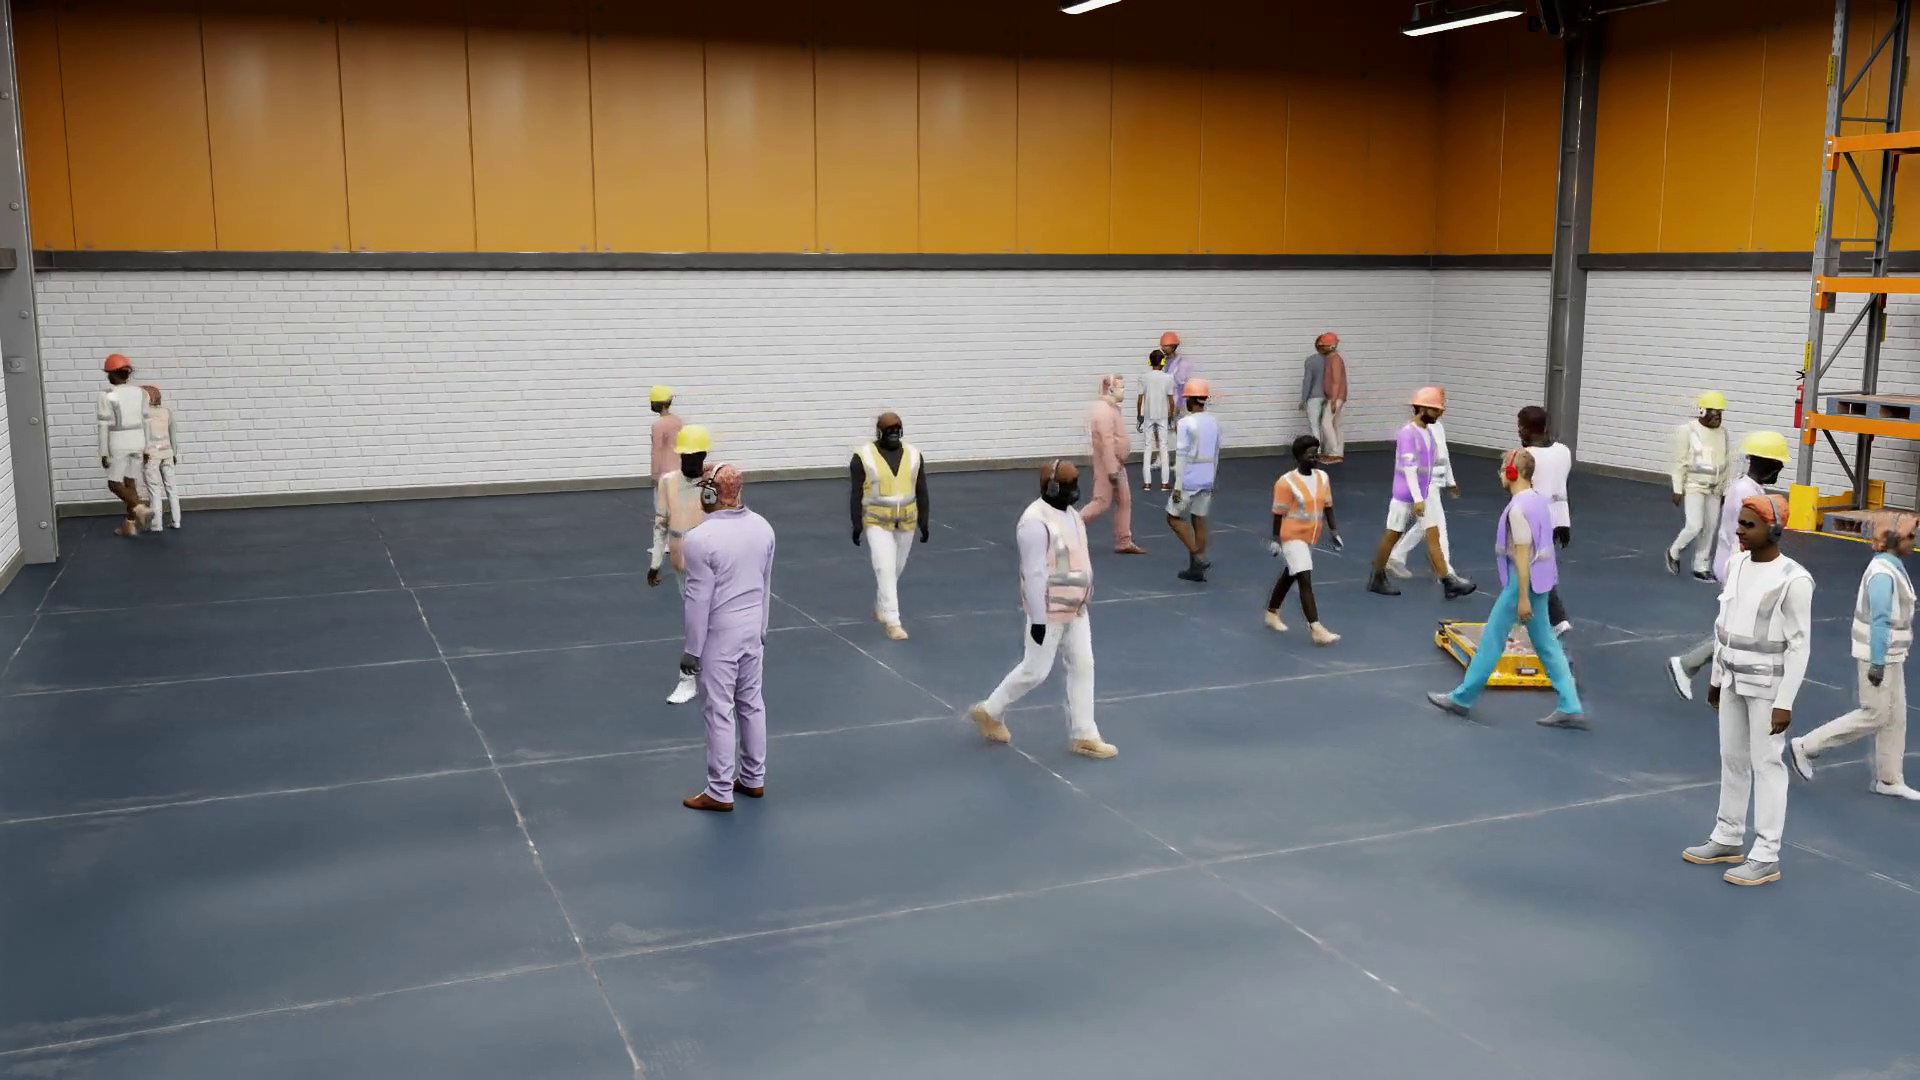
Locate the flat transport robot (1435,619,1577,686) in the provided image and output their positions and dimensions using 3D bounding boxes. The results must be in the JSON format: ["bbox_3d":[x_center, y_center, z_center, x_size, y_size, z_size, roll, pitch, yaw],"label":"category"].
[{"bbox_3d":[3.993,0.817,12.244,0.652,0.197,1.431,1,9,3],"label":"flat transport robot"}]

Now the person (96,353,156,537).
[{"bbox_3d":[-8.996,-1.006,17.993,0.698,2.023,0.610,5,11,27],"label":"person"}]

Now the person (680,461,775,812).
[{"bbox_3d":[-1.294,0.520,9.084,0.407,1.913,0.641,6,11,32],"label":"person"}]

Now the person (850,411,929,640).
[{"bbox_3d":[-0.580,-0.155,13.504,0.634,1.808,0.930,-4,10,-23],"label":"person"}]

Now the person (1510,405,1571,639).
[{"bbox_3d":[4.448,-0.087,12.799,0.628,1.894,0.446,-6,11,-34],"label":"person"}]

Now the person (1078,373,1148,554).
[{"bbox_3d":[1.454,-0.764,16.993,0.852,1.877,0.643,2,10,14],"label":"person"}]

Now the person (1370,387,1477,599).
[{"bbox_3d":[4.103,-0.399,14.723,0.559,1.874,1.022,-9,13,-43],"label":"person"}]

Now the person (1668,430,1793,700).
[{"bbox_3d":[5.114,0.210,11.004,0.606,1.902,0.588,4,10,22],"label":"person"}]

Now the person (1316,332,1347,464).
[{"bbox_3d":[5.552,-2.116,24.899,0.515,1.971,0.612,1,9,4],"label":"person"}]

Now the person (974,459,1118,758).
[{"bbox_3d":[0.523,0.404,10.071,0.863,1.815,0.628,6,11,31],"label":"person"}]

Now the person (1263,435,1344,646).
[{"bbox_3d":[2.700,-0.018,13.152,0.533,1.644,0.909,-7,12,-38],"label":"person"}]

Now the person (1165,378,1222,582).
[{"bbox_3d":[2.175,-0.553,15.552,0.571,1.921,0.403,-8,12,-39],"label":"person"}]

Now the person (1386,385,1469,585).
[{"bbox_3d":[4.374,-0.518,15.522,0.845,1.858,0.579,6,11,34],"label":"person"}]

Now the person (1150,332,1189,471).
[{"bbox_3d":[3.001,-1.971,23.880,0.749,2.016,0.610,-7,12,-37],"label":"person"}]

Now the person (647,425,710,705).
[{"bbox_3d":[-1.812,0.123,11.583,0.588,1.886,0.970,5,10,27],"label":"person"}]

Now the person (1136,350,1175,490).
[{"bbox_3d":[2.582,-1.583,21.975,0.512,1.864,0.336,2,10,11],"label":"person"}]

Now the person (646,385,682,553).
[{"bbox_3d":[-2.989,-0.722,17.089,0.444,1.749,0.539,3,10,19],"label":"person"}]

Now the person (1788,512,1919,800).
[{"bbox_3d":[5.060,0.637,9.257,0.634,1.618,0.523,6,11,34],"label":"person"}]

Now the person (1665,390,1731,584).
[{"bbox_3d":[6.928,-0.499,15.543,0.611,1.812,0.441,-3,10,-18],"label":"person"}]

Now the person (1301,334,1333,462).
[{"bbox_3d":[5.454,-2.140,25.129,0.635,1.940,0.363,-4,10,-21],"label":"person"}]

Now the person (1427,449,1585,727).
[{"bbox_3d":[3.609,0.309,10.753,1.007,1.784,0.585,6,11,33],"label":"person"}]

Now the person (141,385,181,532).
[{"bbox_3d":[-8.951,-0.902,18.524,0.310,1.638,0.523,5,11,28],"label":"person"}]

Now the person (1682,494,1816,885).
[{"bbox_3d":[3.817,0.710,8.016,0.354,1.883,0.576,-2,10,-12],"label":"person"}]
